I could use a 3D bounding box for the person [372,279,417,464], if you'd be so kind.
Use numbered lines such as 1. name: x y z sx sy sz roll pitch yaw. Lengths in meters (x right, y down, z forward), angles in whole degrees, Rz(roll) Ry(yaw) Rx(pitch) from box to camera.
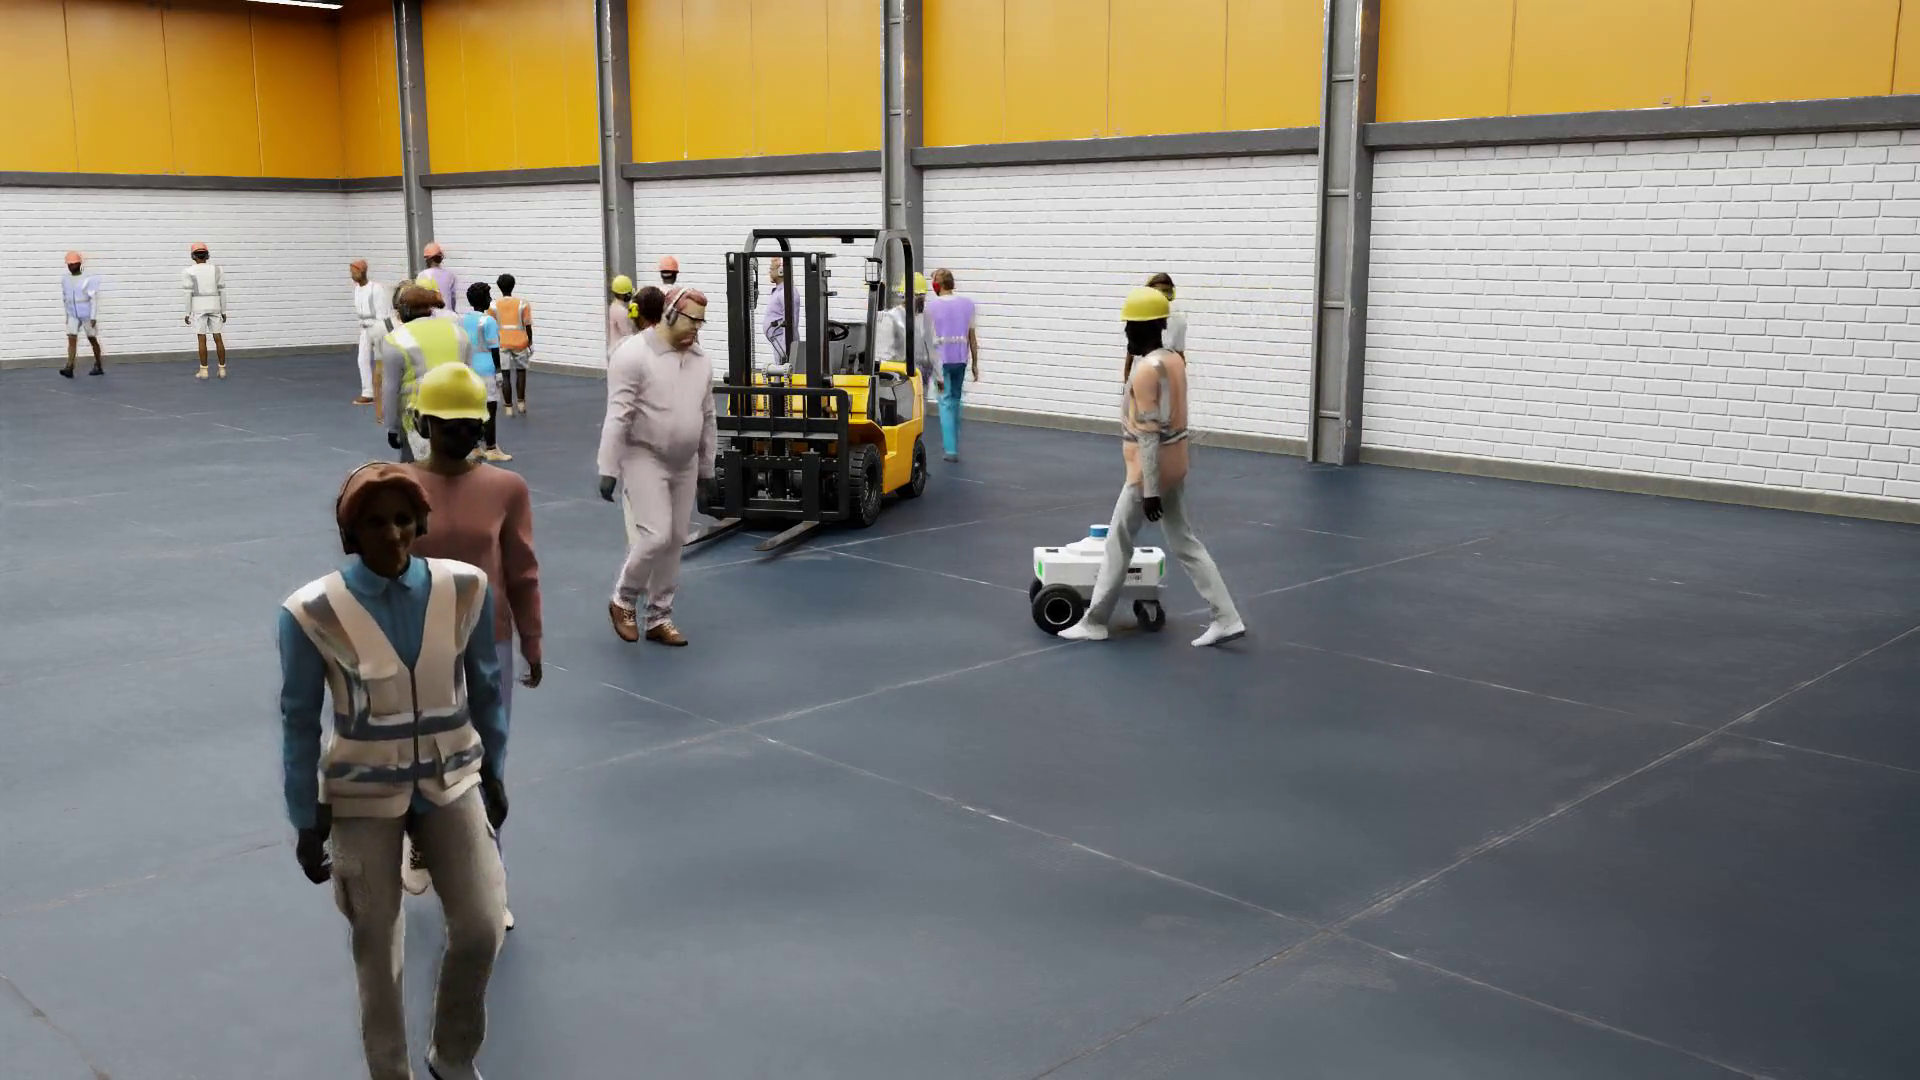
1. person: -4.267 -1.097 12.793 0.516 1.813 0.876 -9 14 -41

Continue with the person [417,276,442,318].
1. person: -5.493 -1.815 16.894 0.549 1.715 0.499 2 11 9

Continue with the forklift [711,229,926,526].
1. forklift: -1.050 -1.319 12.920 1.214 2.155 2.313 2 11 13

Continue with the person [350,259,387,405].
1. person: -7.357 -2.647 21.141 0.588 1.848 0.837 6 12 31

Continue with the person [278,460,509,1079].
1. person: -1.290 0.624 3.875 0.538 1.622 0.438 -7 13 -34

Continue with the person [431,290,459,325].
1. person: -5.550 -1.905 17.732 0.515 1.602 0.712 -4 11 -20

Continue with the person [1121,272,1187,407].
1. person: 1.511 -1.156 12.956 0.536 1.852 0.516 -1 10 -7

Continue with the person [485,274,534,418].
1. person: -5.309 -2.292 19.601 0.557 1.674 0.593 -3 11 -15

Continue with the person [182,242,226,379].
1. person: -11.265 -3.420 24.815 0.605 2.034 0.389 -9 14 -41

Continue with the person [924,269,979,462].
1. person: -0.157 -1.673 15.895 0.581 1.805 0.868 -4 11 -21

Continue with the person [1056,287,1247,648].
1. person: 1.025 -0.361 8.585 1.010 1.884 0.606 5 12 26

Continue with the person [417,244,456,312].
1. person: -7.337 -3.098 23.124 0.996 2.002 0.644 8 13 38

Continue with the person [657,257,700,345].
1. person: -3.307 -2.300 19.122 0.552 1.897 0.959 3 11 18

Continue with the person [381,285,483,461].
1. person: -3.553 -0.778 11.039 0.744 1.804 0.648 8 13 36

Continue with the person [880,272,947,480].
1. person: -0.413 -1.412 14.482 0.425 1.811 0.595 8 13 37

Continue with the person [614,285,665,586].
1. person: -1.859 -0.616 10.078 0.544 1.834 0.475 -8 13 -35

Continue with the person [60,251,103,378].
1. person: -13.272 -3.392 25.067 0.567 1.881 0.979 0 10 1

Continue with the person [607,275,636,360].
1. person: -3.525 -1.912 17.478 0.359 1.713 0.607 -4 11 -21

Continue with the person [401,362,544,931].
1. person: -1.560 0.323 5.135 0.549 1.752 0.444 -6 12 -30

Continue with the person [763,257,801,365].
1. person: -1.913 -2.085 17.875 0.405 1.911 0.636 -2 11 -10

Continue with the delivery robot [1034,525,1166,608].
1. delivery robot: 0.759 0.161 9.065 0.707 0.478 0.477 0 10 0

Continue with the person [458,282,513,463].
1. person: -4.490 -1.573 15.663 0.534 1.697 0.318 8 13 37

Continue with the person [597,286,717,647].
1. person: -1.533 -0.370 8.607 0.414 1.874 0.725 8 13 39
